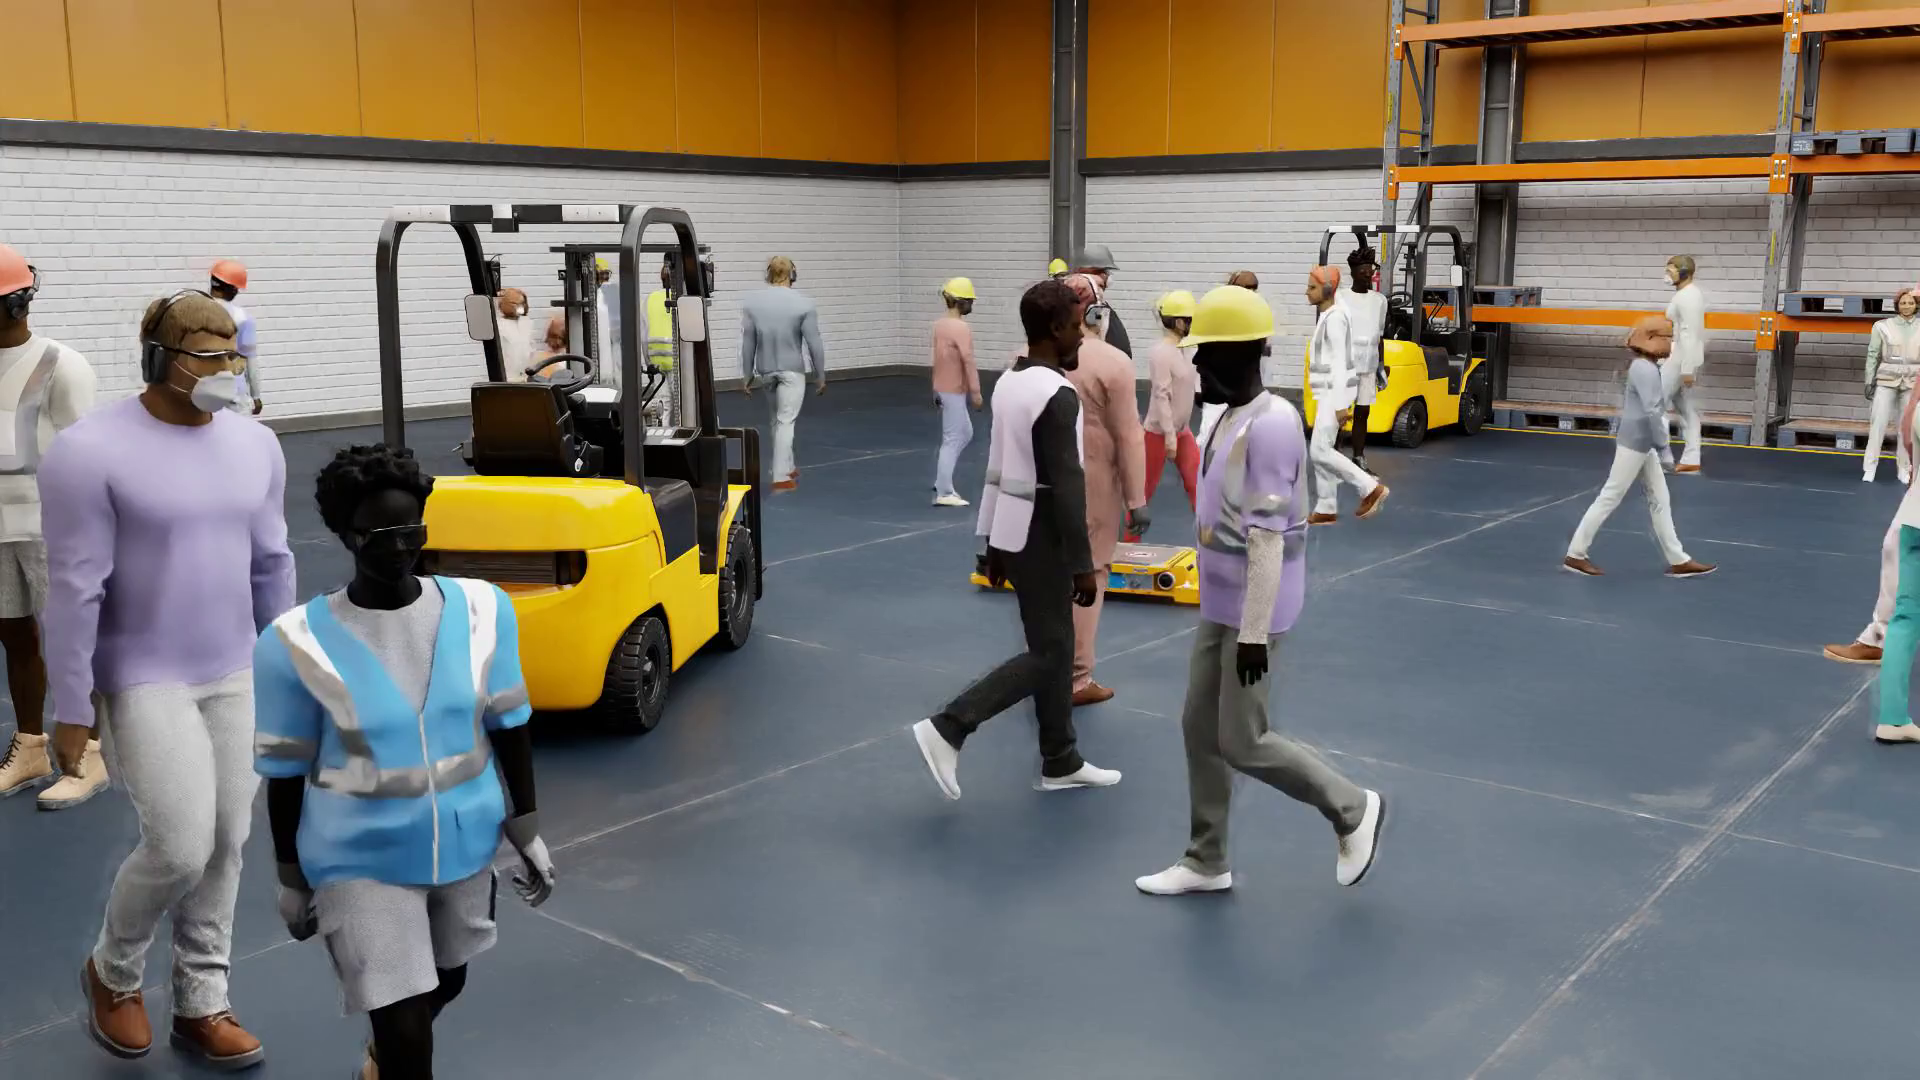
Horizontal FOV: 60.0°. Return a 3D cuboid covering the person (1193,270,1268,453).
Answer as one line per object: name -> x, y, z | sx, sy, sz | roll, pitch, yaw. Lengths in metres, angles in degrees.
person -> 2.070, -1.197, 12.979 | 0.643, 1.817, 0.608 | -4, 11, -20

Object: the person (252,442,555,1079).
person -> -1.149, 0.610, 3.380 | 0.529, 1.661, 0.843 | -8, 13, -39

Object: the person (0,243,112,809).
person -> -3.363, -0.042, 5.954 | 0.605, 2.034, 0.392 | 3, 11, 18

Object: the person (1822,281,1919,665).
person -> 4.741, -0.348, 7.881 | 0.941, 1.964, 0.633 | 4, 11, 20

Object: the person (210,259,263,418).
person -> -5.426, -1.096, 12.211 | 0.633, 1.891, 0.423 | -3, 11, -18

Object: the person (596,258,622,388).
person -> -4.117, -2.340, 19.252 | 0.403, 1.827, 0.600 | 7, 12, 33

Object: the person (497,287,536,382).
person -> -4.061, -1.467, 14.994 | 0.533, 1.611, 0.539 | 6, 12, 29

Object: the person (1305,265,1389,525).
person -> 2.685, -0.993, 11.707 | 0.557, 1.869, 0.569 | 2, 10, 11

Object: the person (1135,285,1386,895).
person -> 0.925, 0.185, 5.044 | 0.673, 1.903, 0.600 | -1, 10, -7

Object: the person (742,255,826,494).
person -> -1.392, -1.358, 13.603 | 0.665, 1.898, 0.892 | 4, 11, 19

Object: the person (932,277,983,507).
person -> -0.032, -1.121, 12.723 | 0.415, 1.755, 0.541 | -3, 11, -19

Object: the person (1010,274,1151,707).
person -> 0.533, -0.210, 7.295 | 0.434, 1.892, 0.651 | -9, 14, -42

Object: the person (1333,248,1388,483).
person -> 3.335, -1.464, 14.012 | 0.603, 1.967, 0.366 | -4, 11, -21

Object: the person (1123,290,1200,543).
person -> 1.380, -0.670, 10.280 | 0.908, 1.715, 0.543 | 7, 12, 33

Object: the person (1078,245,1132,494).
person -> 0.969, -1.356, 13.211 | 0.873, 2.000, 0.685 | 1, 10, 8

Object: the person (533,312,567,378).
person -> -2.404, -0.576, 10.087 | 0.595, 1.591, 0.764 | 9, 14, 42

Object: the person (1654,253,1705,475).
person -> 6.163, -1.511, 14.423 | 0.696, 1.913, 0.639 | 5, 11, 25

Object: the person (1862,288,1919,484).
person -> 7.869, -1.286, 13.941 | 0.523, 1.638, 0.310 | 4, 11, 20

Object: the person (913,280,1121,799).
person -> 0.217, 0.018, 5.994 | 0.750, 1.898, 0.592 | -3, 11, -15

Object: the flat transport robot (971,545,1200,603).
flat transport robot -> 0.843, 0.162, 9.709 | 1.431, 0.197, 0.652 | 4, 11, 21

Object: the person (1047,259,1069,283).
person -> 1.095, -2.325, 19.215 | 0.625, 1.806, 0.763 | -3, 11, -18

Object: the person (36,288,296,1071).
person -> -1.875, 0.356, 4.055 | 0.440, 1.918, 0.651 | 5, 11, 26

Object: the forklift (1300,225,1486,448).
forklift -> 4.449, -2.115, 16.993 | 1.214, 2.155, 2.313 | 8, 13, 38

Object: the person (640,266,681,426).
person -> -2.517, -1.526, 14.714 | 0.626, 1.840, 0.430 | 6, 12, 29

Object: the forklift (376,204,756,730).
forklift -> -1.766, -0.406, 7.525 | 1.214, 2.155, 2.313 | 1, 10, 7

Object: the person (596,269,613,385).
person -> -3.009, -1.298, 13.389 | 0.416, 1.858, 0.550 | 1, 10, 5

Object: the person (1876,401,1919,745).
person -> 4.048, -0.024, 6.632 | 0.719, 1.740, 0.546 | -2, 10, -8

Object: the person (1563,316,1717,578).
person -> 4.094, -0.547, 9.983 | 0.873, 1.586, 0.497 | 4, 11, 22
